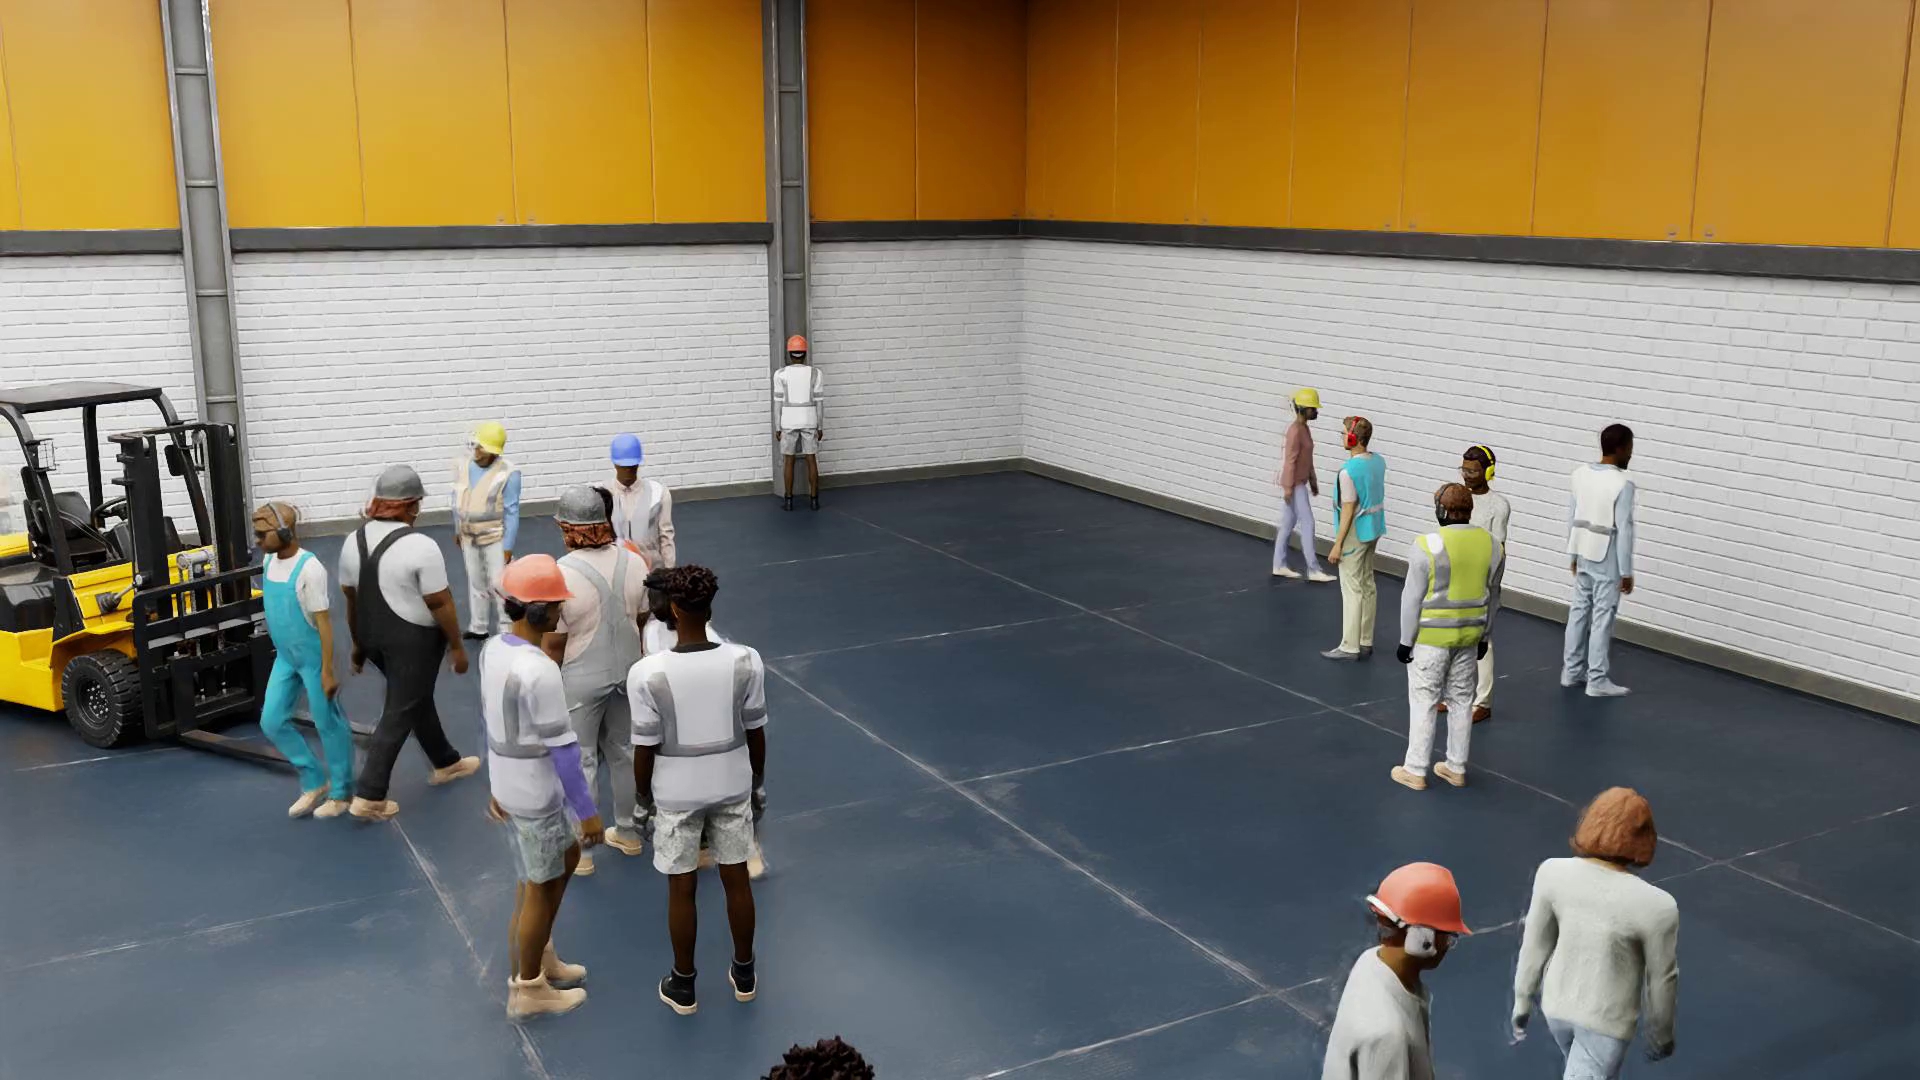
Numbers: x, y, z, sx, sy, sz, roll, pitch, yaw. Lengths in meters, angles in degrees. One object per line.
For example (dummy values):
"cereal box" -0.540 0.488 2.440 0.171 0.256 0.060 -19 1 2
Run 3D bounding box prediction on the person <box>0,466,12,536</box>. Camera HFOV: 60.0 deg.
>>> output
"person" -7.197 0.032 12.117 0.603 1.911 0.477 9 15 37

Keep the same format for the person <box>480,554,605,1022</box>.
"person" -1.720 1.052 7.057 0.533 2.024 0.628 -7 14 -29

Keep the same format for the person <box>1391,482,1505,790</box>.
"person" 2.863 0.570 9.799 0.638 1.829 0.429 -4 13 -19

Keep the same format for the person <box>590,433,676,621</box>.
"person" -2.197 0.238 11.102 0.607 1.939 0.421 -3 13 -16

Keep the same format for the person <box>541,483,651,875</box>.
"person" -1.953 0.707 8.647 0.537 2.000 0.682 10 15 38

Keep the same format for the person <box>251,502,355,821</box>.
"person" -3.654 0.685 9.260 0.653 1.819 0.511 8 14 32

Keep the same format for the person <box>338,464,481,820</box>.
"person" -3.186 0.526 9.494 0.689 2.000 1.048 8 14 32

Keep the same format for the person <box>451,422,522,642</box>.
"person" -3.683 -0.031 12.743 0.727 1.788 0.406 5 13 24

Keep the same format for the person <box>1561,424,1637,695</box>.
"person" 4.475 0.142 11.633 0.407 1.908 0.619 -4 13 -17

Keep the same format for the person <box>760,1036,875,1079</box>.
"person" -0.249 1.890 3.279 0.613 1.963 0.361 1 12 3

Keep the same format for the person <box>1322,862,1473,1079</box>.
"person" 1.225 1.733 4.653 0.921 1.681 0.599 5 13 23

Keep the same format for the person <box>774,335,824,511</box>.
"person" -1.764 -1.278 18.233 0.541 1.928 0.399 -2 12 -7

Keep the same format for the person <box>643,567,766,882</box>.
"person" -1.333 0.937 8.483 0.604 1.665 0.450 8 15 34

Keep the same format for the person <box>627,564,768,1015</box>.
"person" -1.115 1.066 7.139 0.600 1.967 0.368 -5 13 -22

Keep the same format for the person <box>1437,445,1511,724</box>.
"person" 3.402 0.290 11.041 0.334 1.860 0.509 -5 13 -21

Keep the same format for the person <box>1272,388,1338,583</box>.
"person" 3.152 -0.482 14.909 0.707 1.740 0.538 5 13 20

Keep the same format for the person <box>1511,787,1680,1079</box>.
"person" 2.107 1.596 5.558 0.883 1.578 0.487 -8 14 -33

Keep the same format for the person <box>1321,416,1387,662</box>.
"person" 2.974 -0.005 12.447 0.388 1.844 0.564 10 16 39

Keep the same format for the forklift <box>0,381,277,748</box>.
"forklift" -5.853 0.085 11.199 2.313 2.155 1.214 7 14 28
